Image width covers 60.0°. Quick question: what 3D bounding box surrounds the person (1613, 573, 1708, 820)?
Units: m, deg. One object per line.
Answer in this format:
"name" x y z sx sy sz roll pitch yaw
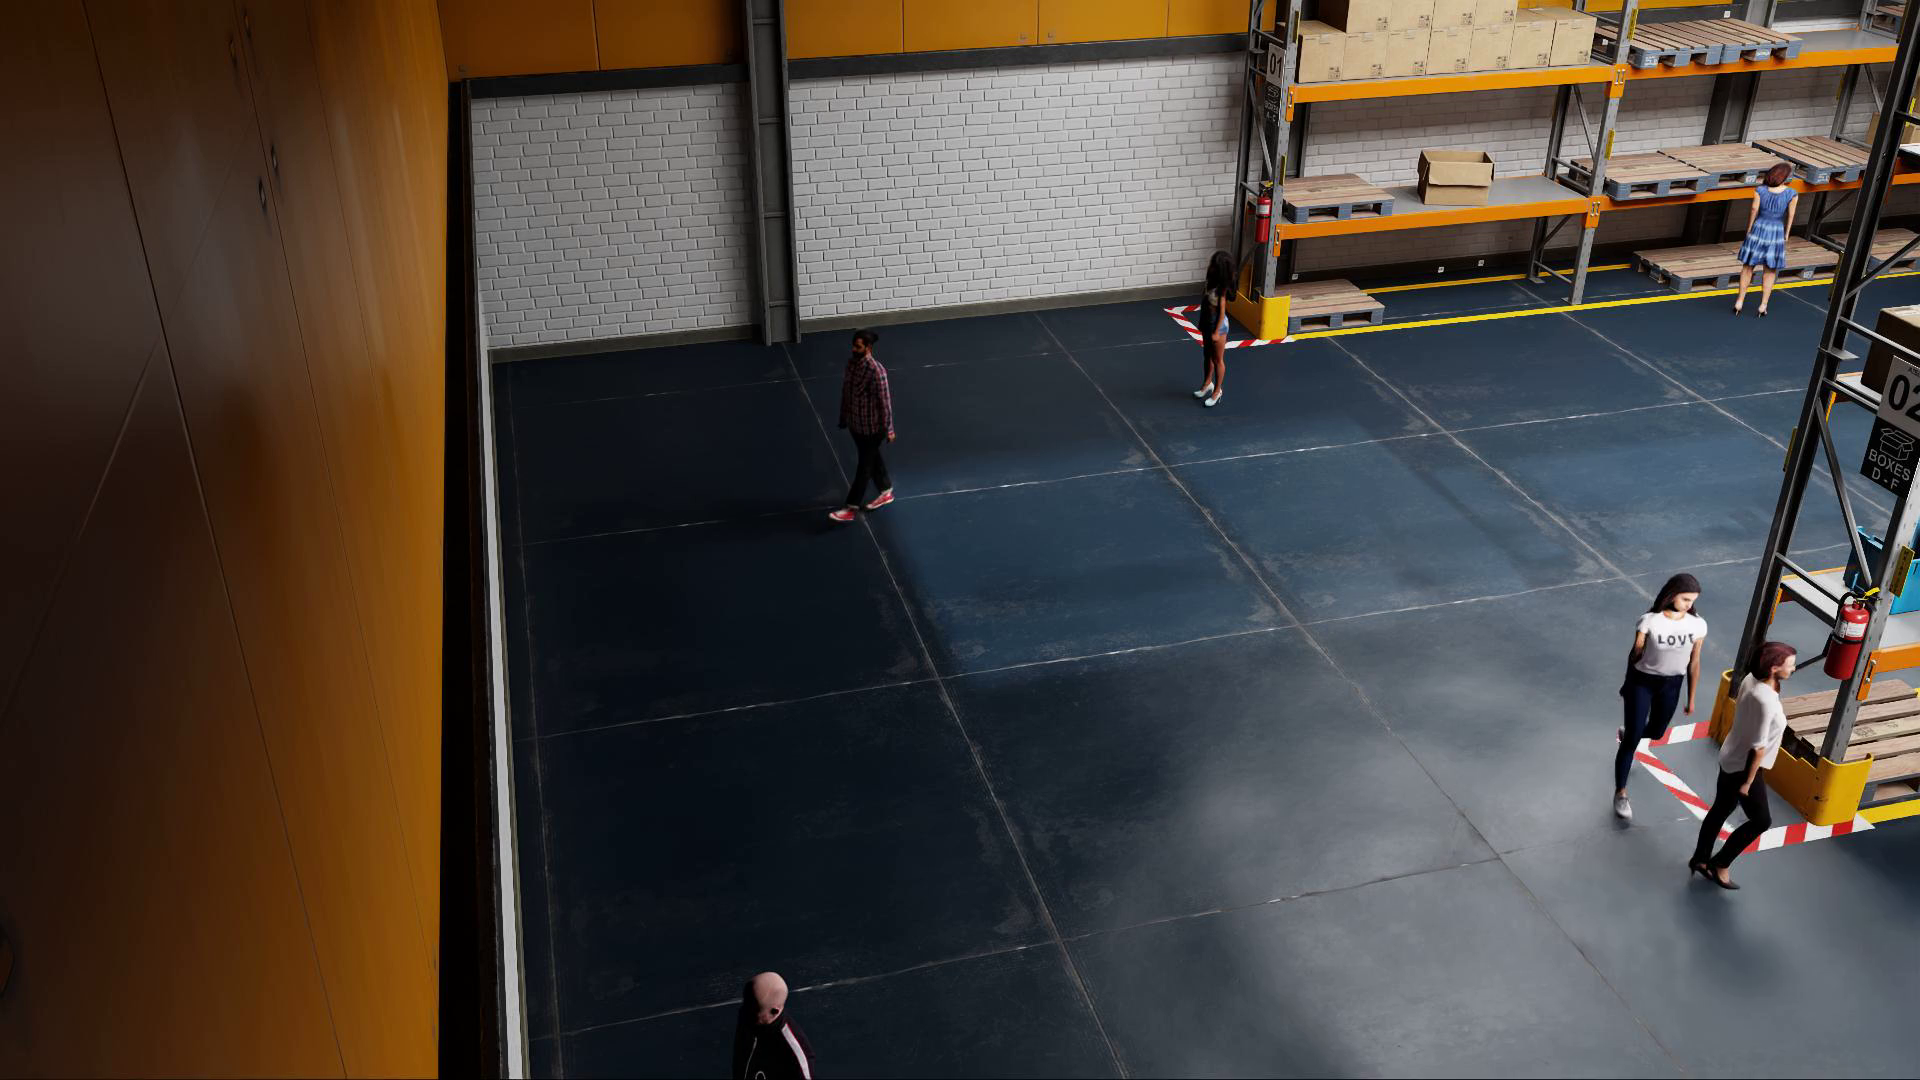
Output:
"person" 4.599 0.950 11.040 1.029 1.754 0.851 3 29 6

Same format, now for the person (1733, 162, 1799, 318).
"person" 9.221 -3.434 19.023 0.736 1.806 0.805 14 32 24

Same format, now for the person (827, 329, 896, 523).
"person" -0.758 -1.042 14.709 1.141 1.739 0.956 -20 34 -32

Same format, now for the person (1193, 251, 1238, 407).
"person" 2.581 -2.156 16.866 0.554 1.627 0.560 -9 30 -16

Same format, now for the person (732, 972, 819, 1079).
"person" -0.838 2.712 7.724 0.735 1.837 0.764 -22 35 -34

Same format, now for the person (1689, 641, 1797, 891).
"person" 4.706 1.379 10.221 0.718 1.785 0.702 6 29 10
